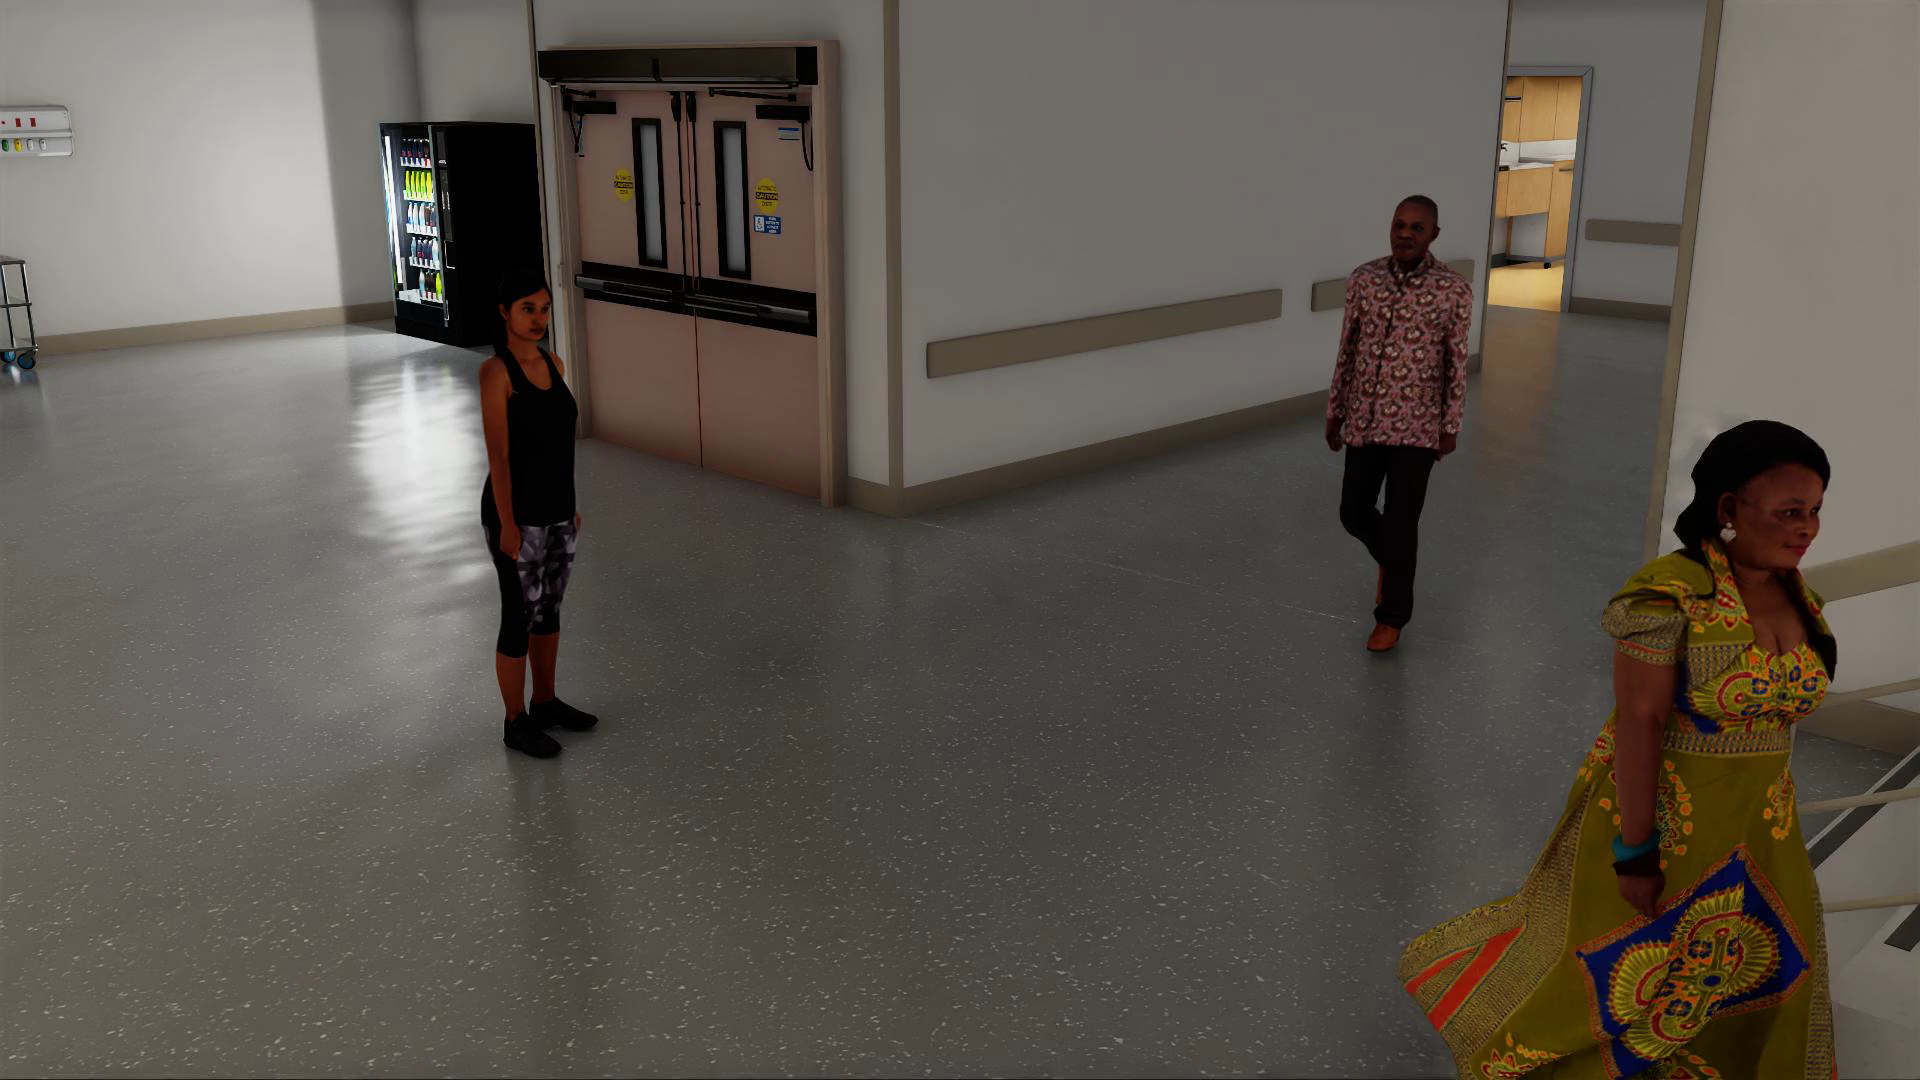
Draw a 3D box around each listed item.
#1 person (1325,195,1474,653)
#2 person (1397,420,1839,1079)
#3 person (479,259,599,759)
[{"bbox_3d":[1.780,-0.481,6.750,0.979,1.785,0.862,10,19,33],"label":"person"},{"bbox_3d":[1.381,0.564,3.341,1.015,1.623,1.287,-6,17,-21],"label":"person"},{"bbox_3d":[-1.461,-0.111,5.657,0.645,1.667,0.650,5,17,19],"label":"person"}]
